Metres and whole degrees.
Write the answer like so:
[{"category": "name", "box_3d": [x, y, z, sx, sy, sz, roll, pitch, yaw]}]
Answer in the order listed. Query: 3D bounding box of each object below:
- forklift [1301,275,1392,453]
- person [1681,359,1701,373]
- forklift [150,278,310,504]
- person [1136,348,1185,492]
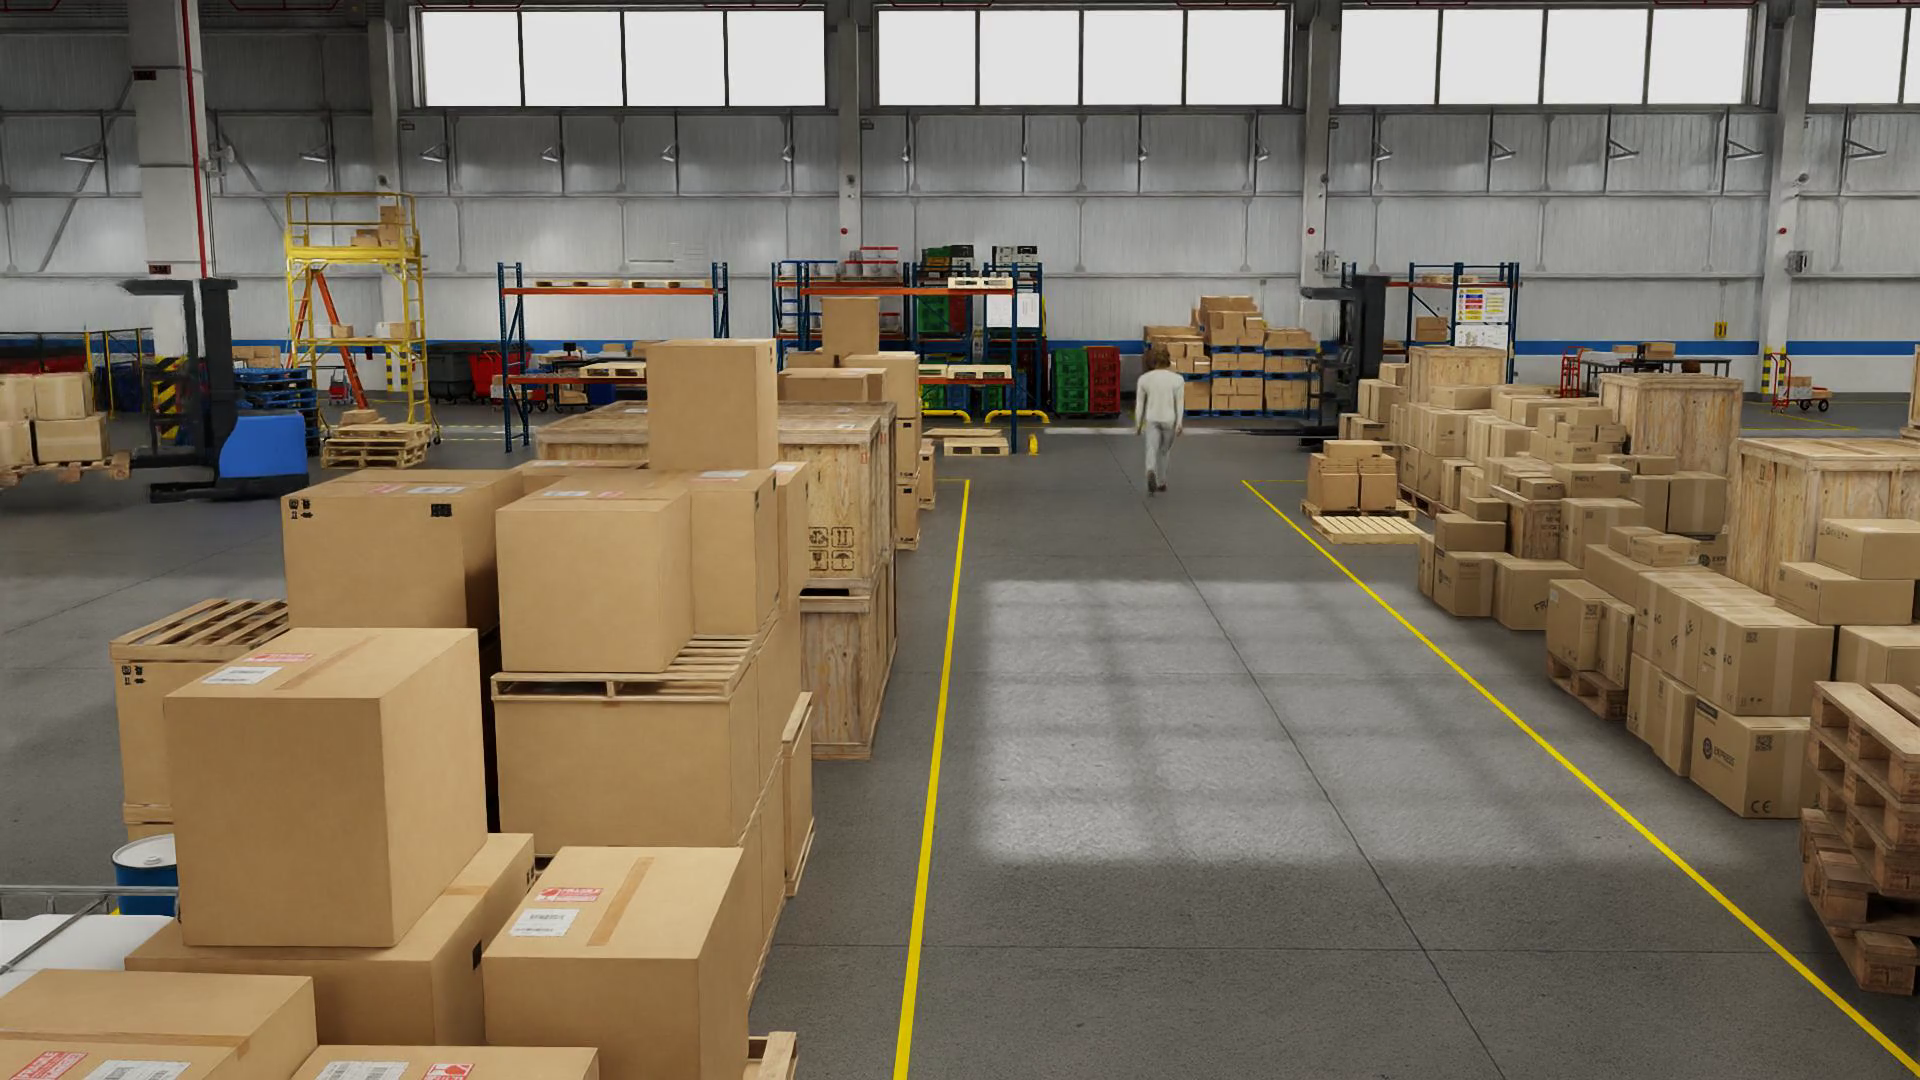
[{"category": "forklift", "box_3d": [6.522, -2.819, 26.521, 1.873, 2.768, 1.129, 0, 9, 1]}, {"category": "person", "box_3d": [9.020, -1.322, 20.660, 0.623, 1.844, 0.429, -3, 10, -18]}, {"category": "forklift", "box_3d": [-9.465, -1.957, 21.360, 1.873, 2.768, 1.129, -4, 10, -25]}, {"category": "person", "box_3d": [2.616, -1.547, 21.786, 0.633, 1.919, 0.738, 1, 10, 9]}]
